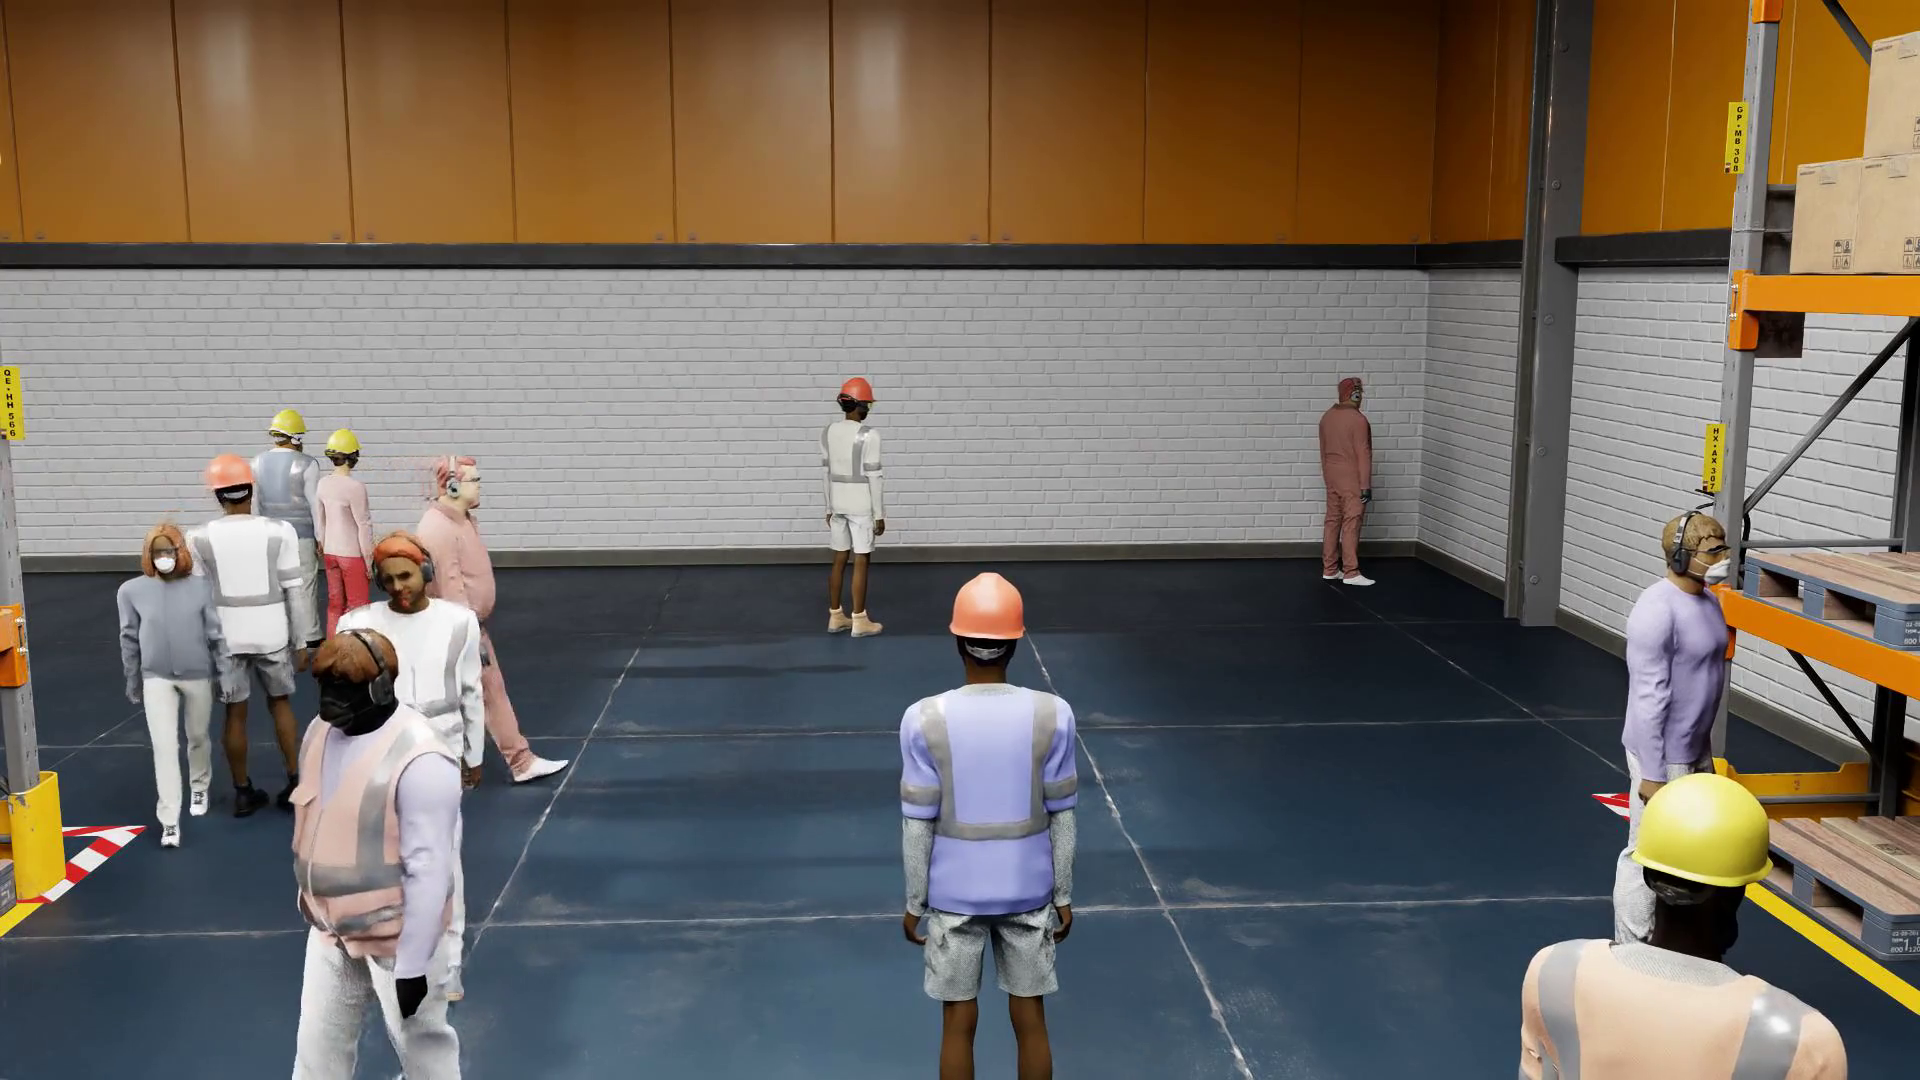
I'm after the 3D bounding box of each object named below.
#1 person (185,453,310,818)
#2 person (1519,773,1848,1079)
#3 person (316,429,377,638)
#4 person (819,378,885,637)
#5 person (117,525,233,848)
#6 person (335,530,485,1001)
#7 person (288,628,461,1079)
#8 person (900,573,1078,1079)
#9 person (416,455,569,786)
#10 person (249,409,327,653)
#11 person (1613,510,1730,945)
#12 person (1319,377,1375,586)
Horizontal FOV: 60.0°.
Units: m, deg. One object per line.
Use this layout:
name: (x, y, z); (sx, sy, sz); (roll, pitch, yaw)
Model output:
person: (-3.697, 0.507, 8.652); (0.573, 1.920, 0.403); (-4, 10, -21)
person: (1.340, 1.380, 3.147); (0.587, 1.928, 0.363); (8, 12, 40)
person: (-4.260, 0.111, 11.622); (0.533, 1.768, 0.310); (6, 11, 34)
person: (-0.822, -0.257, 13.101); (0.608, 2.036, 0.398); (8, 12, 40)
person: (-3.972, 0.702, 8.458); (0.516, 1.583, 0.851); (-3, 10, -21)
person: (-2.235, 0.848, 6.796); (0.564, 1.848, 0.997); (-4, 10, -22)
person: (-1.784, 1.167, 4.816); (0.658, 1.816, 0.759); (6, 11, 34)
person: (0.085, 1.062, 5.111); (0.543, 1.940, 0.361); (-1, 9, -5)
person: (-2.624, 0.483, 8.942); (0.962, 1.868, 0.639); (-1, 9, -3)
person: (-5.020, -0.065, 12.520); (0.601, 1.830, 0.403); (2, 9, 13)
person: (2.783, 0.845, 6.472); (0.373, 1.940, 0.629); (8, 12, 41)
person: (3.568, -0.540, 15.258); (0.410, 1.912, 0.643); (-4, 10, -24)
